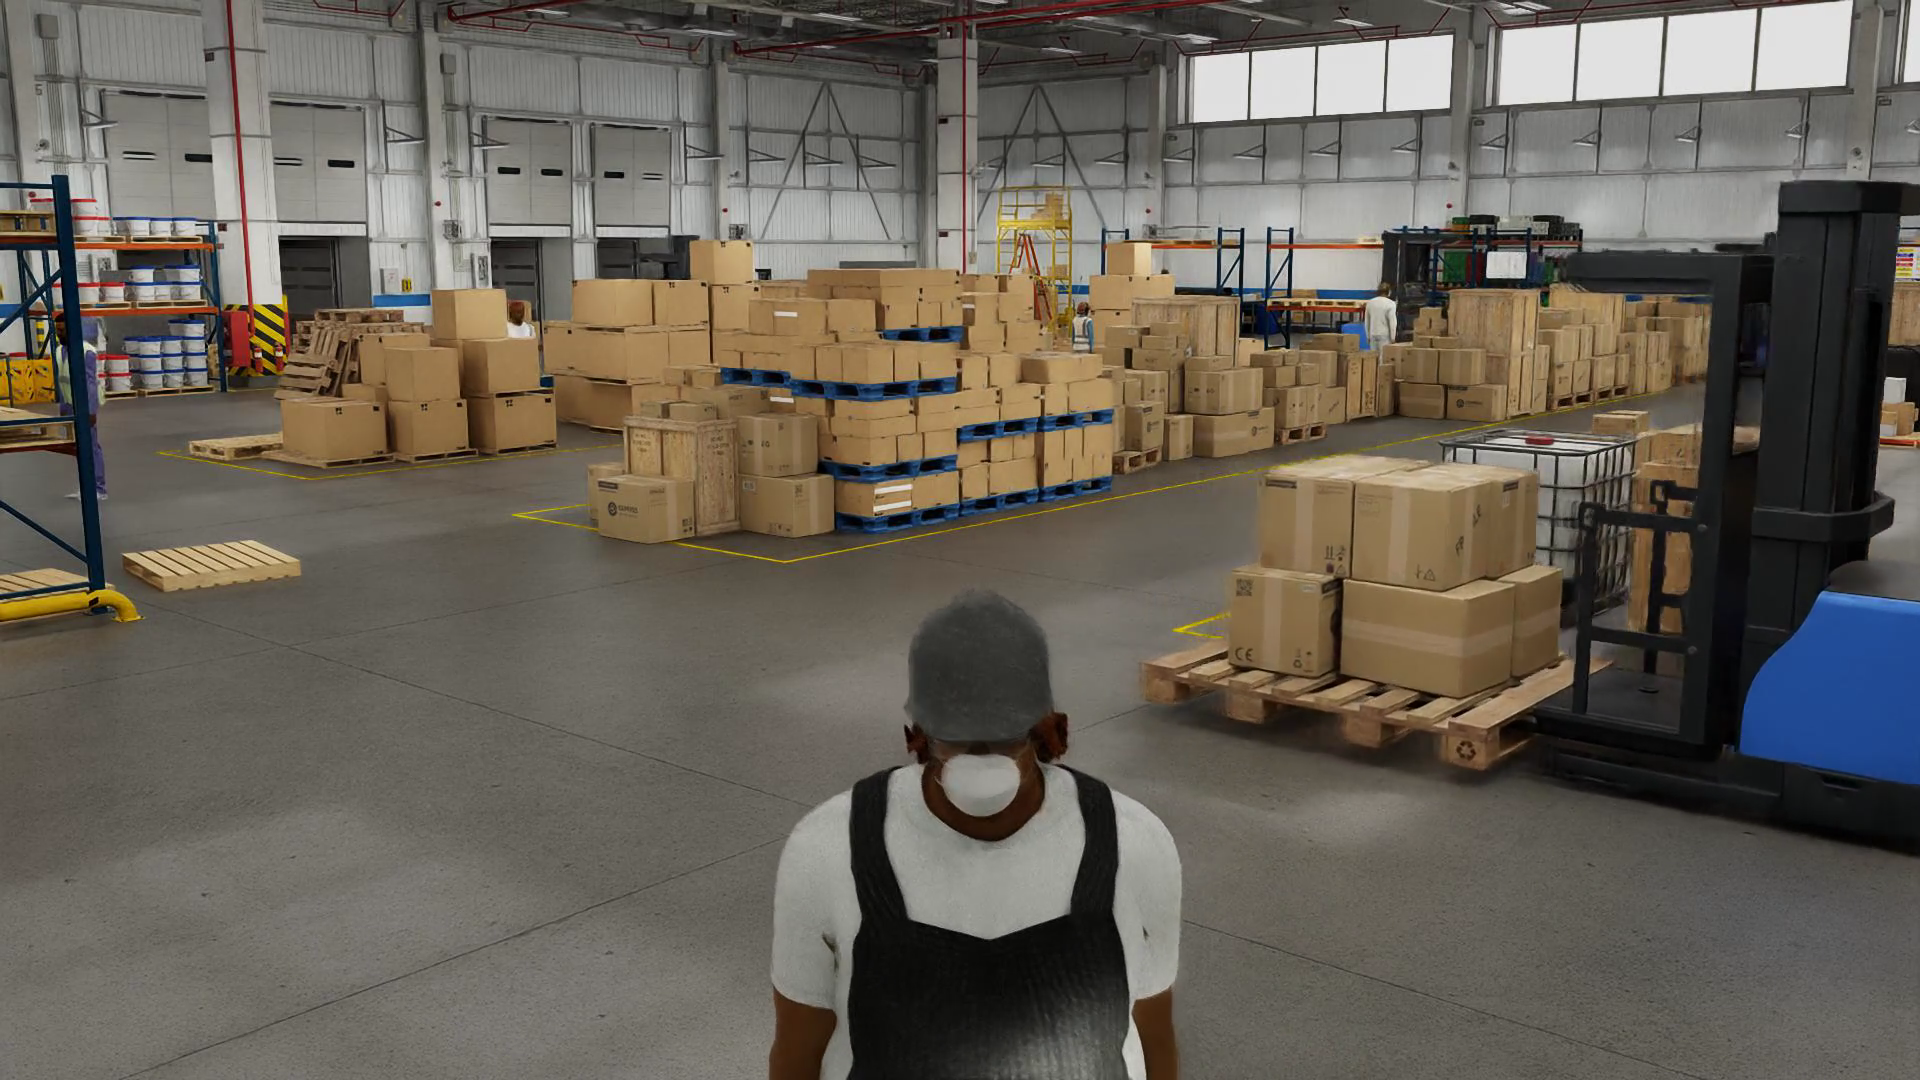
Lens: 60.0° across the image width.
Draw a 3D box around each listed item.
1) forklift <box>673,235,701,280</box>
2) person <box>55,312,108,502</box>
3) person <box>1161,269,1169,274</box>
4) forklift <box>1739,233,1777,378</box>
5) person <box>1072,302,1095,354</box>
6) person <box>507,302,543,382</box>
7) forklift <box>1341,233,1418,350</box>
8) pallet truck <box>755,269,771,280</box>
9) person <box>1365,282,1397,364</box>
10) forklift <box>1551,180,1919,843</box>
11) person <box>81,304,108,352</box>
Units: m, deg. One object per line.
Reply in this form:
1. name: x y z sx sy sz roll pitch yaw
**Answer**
1. forklift: -6.013 -5.343 36.811 1.873 2.768 1.129 -5 11 -28
2. person: -8.888 -1.345 16.832 0.596 1.907 0.387 7 12 34
3. person: 6.011 -7.066 49.309 0.366 1.936 0.630 0 10 2
4. forklift: 15.726 -4.514 32.090 1.873 2.768 1.129 8 13 40
5. person: 2.094 -3.226 28.303 0.307 1.637 0.511 -8 13 -38
6. person: -6.035 -2.337 22.710 1.027 1.830 0.594 8 13 39
7. forklift: 8.358 -4.466 31.817 1.873 2.768 1.129 8 13 40
8. pallet truck: -4.996 -6.432 45.525 1.885 1.965 0.823 -6 12 -32
9. person: 7.550 -3.646 29.832 0.354 1.937 0.635 -8 13 -39
10. forklift: 3.884 -0.193 7.491 1.873 2.768 1.129 8 13 40
11. person: -16.219 -3.807 30.934 1.028 1.878 0.547 7 12 35
